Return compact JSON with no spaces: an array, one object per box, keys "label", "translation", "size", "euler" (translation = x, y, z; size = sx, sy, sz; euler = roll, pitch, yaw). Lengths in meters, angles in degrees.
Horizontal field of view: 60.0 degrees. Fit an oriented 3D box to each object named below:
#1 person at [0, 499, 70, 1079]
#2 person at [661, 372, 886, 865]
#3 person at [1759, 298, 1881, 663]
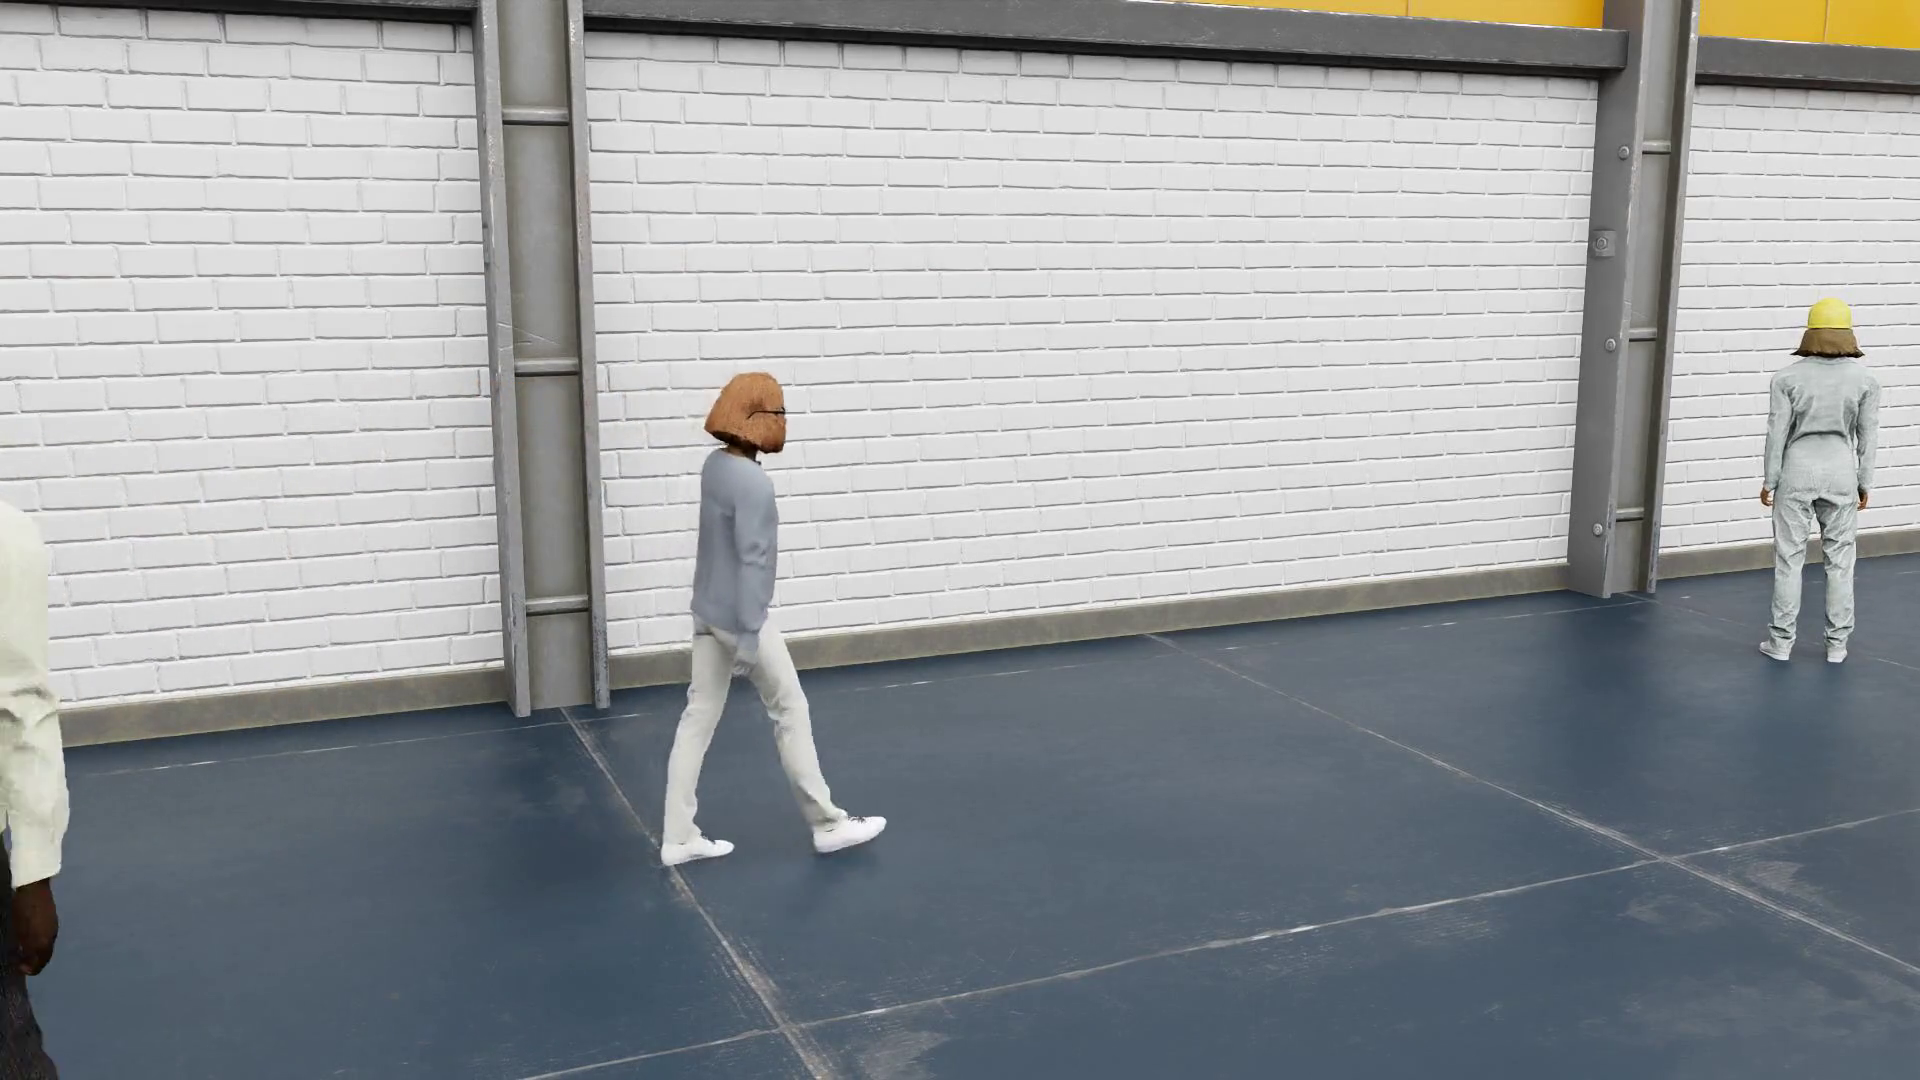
[{"label":"person","translation":[-1.859,0.546,2.850],"size":[0.762,1.956,0.393],"euler":[0,10,-2]},{"label":"person","translation":[-0.630,0.258,5.405],"size":[0.803,1.598,0.519],"euler":[-6,12,-29]},{"label":"person","translation":[4.105,-0.282,7.981],"size":[0.492,1.741,0.318],"euler":[3,11,14]}]
